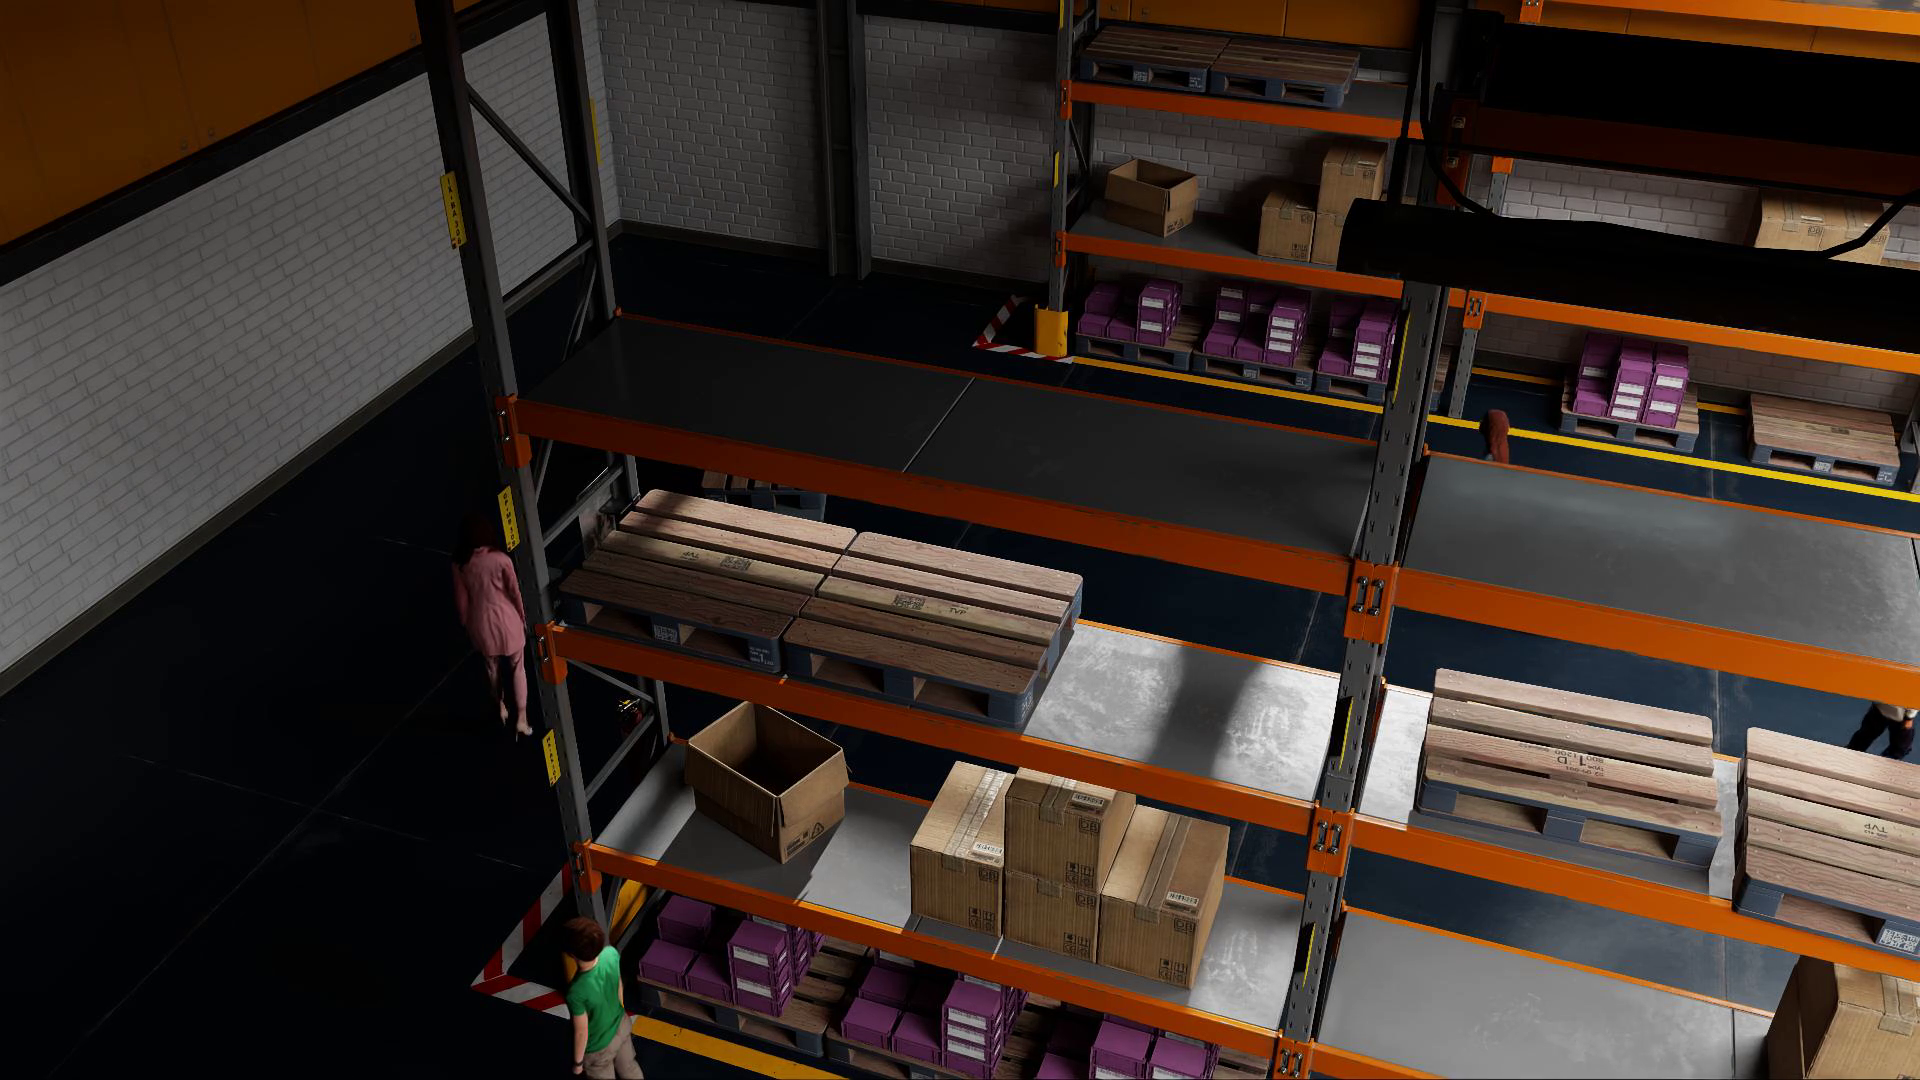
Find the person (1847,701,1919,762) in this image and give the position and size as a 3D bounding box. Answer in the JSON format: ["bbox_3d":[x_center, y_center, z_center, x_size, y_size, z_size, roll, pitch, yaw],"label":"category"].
[{"bbox_3d":[6.196,1.084,11.142,0.721,1.443,0.703,-1,34,-1],"label":"person"}]

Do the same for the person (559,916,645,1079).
[{"bbox_3d":[-1.857,2.590,8.691,0.538,1.651,0.599,14,36,20],"label":"person"}]

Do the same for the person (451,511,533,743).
[{"bbox_3d":[-3.239,0.595,11.550,0.755,1.807,0.818,-2,34,-2],"label":"person"}]
